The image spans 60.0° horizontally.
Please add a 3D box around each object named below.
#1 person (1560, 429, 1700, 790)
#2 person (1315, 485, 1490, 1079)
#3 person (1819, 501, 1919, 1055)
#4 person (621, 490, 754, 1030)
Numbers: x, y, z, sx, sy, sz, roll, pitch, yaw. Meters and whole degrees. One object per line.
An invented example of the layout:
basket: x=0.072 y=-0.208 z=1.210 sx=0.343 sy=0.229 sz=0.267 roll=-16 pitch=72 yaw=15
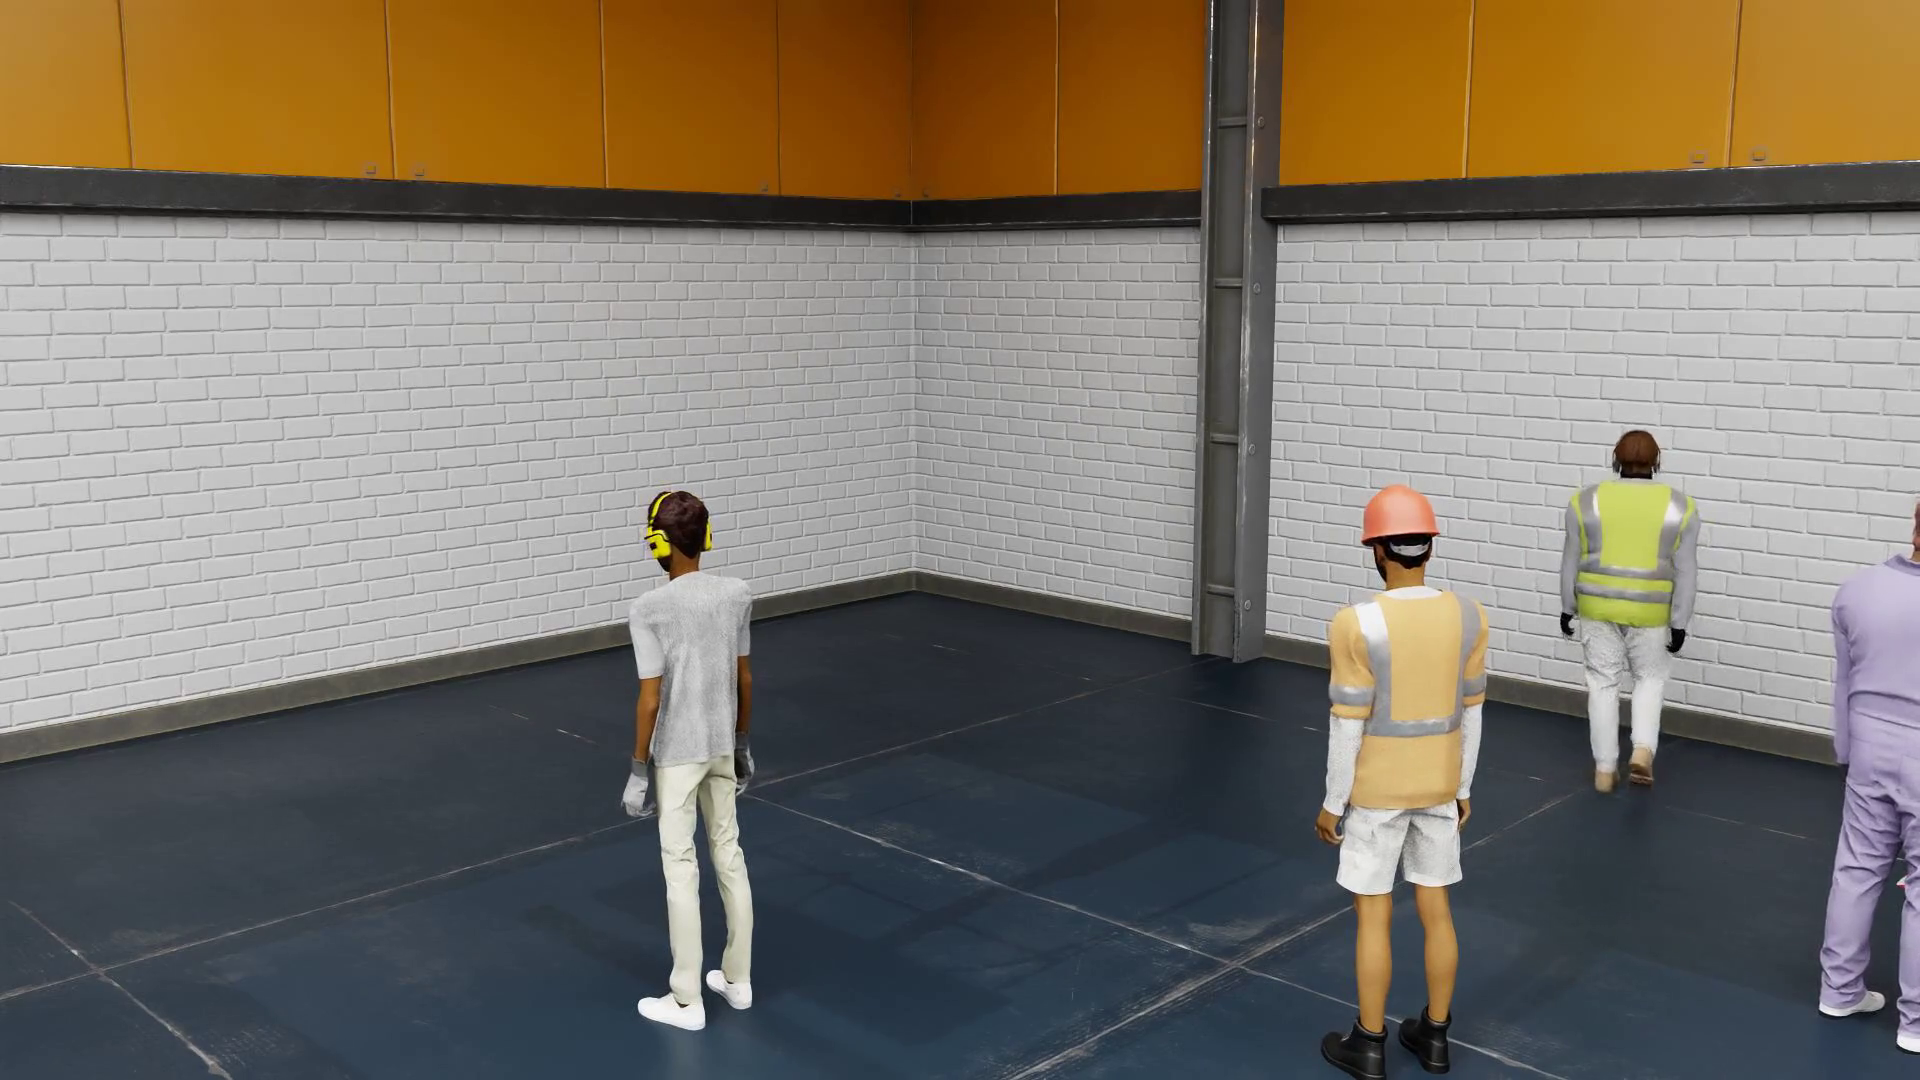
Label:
person: x=3.304 y=0.357 z=8.274 sx=0.632 sy=1.827 sz=0.438 roll=4 pitch=10 yaw=22
person: x=1.397 y=0.785 z=5.344 sx=0.542 sy=1.927 sz=0.374 roll=-3 pitch=10 yaw=-15
person: x=3.231 y=0.763 z=5.575 sx=0.404 sy=1.900 sz=0.640 roll=-5 pitch=10 yaw=-26
person: x=-0.935 y=0.755 z=5.736 sx=0.328 sy=1.862 sz=0.521 roll=9 pitch=13 yaw=44
